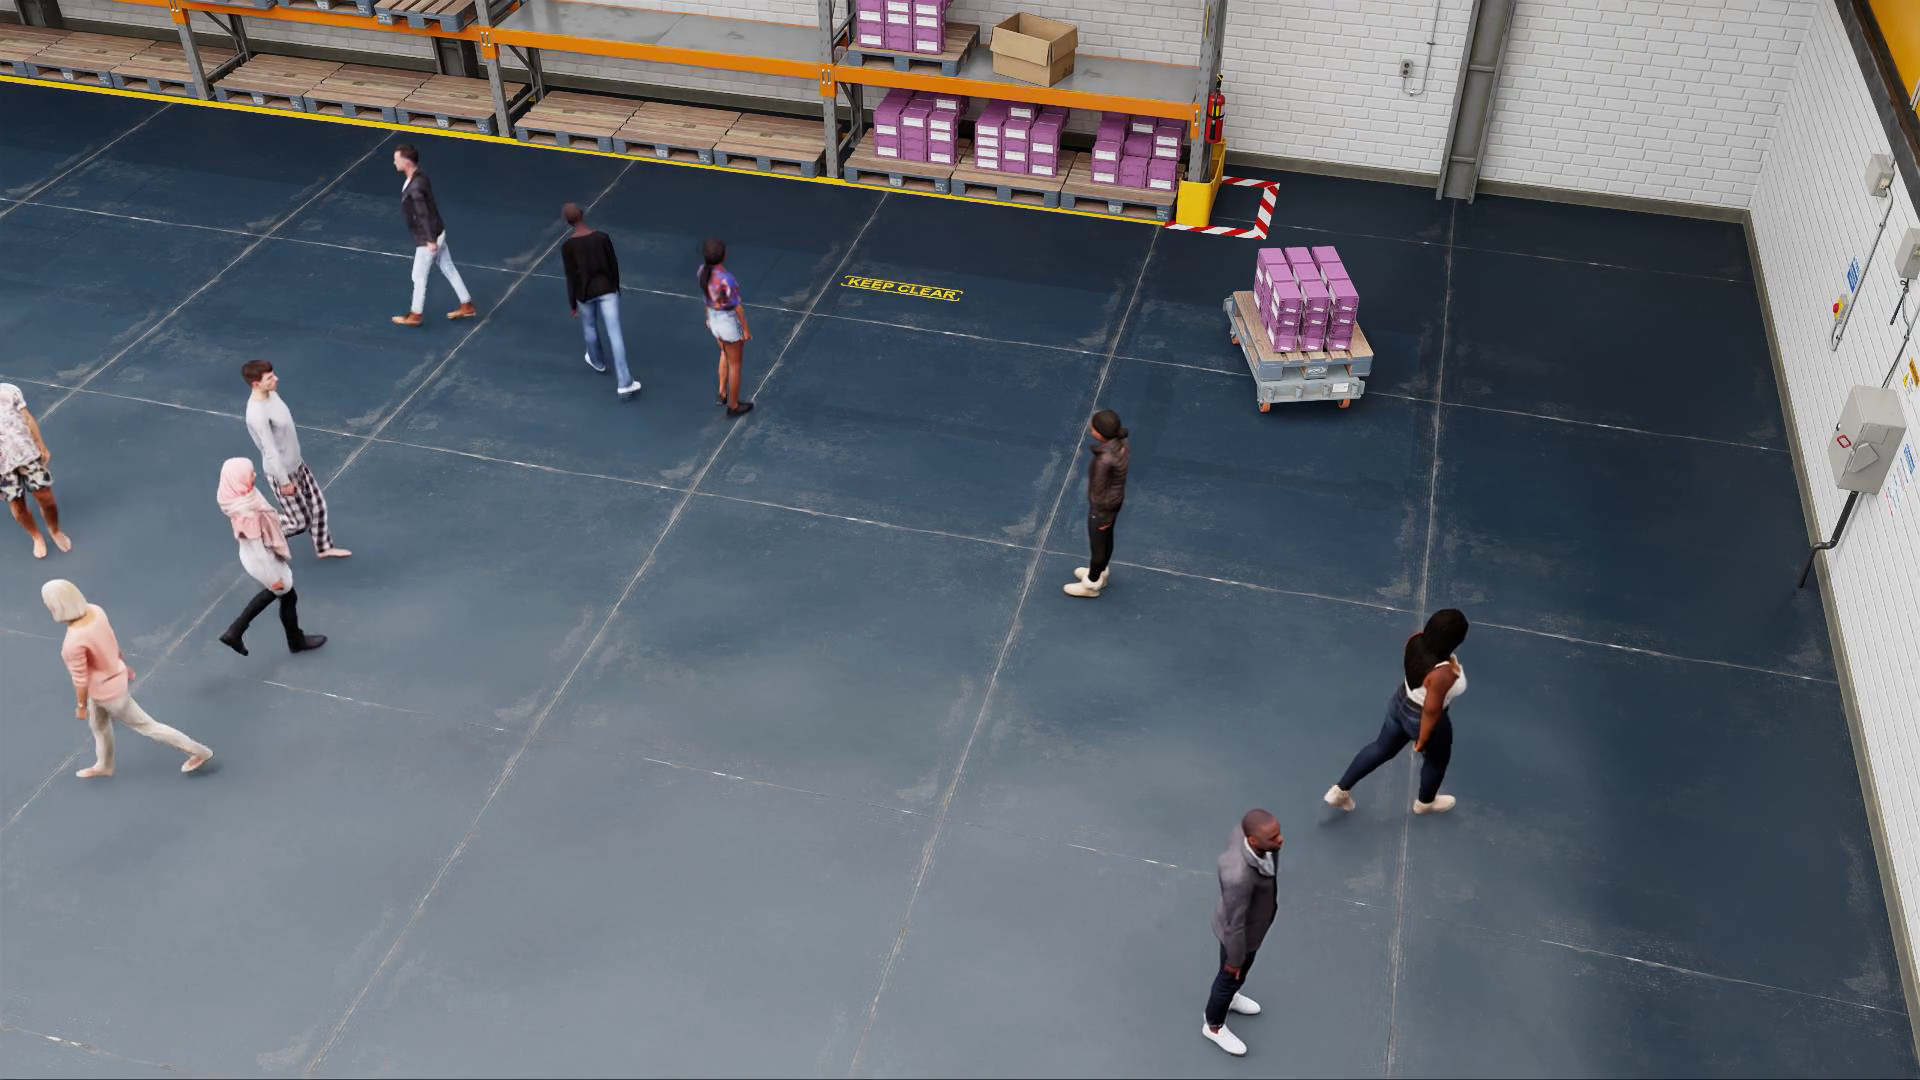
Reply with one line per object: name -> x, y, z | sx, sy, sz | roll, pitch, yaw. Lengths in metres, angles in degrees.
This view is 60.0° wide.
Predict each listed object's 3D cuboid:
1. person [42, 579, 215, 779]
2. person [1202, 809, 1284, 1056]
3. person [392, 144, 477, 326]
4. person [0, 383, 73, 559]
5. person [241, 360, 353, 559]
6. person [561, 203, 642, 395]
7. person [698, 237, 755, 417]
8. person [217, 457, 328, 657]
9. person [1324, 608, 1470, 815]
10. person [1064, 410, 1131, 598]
person -> -5.482, 0.953, 10.890 | 1.235, 1.681, 0.943 | -6, 39, -8
person -> 1.566, 2.138, 9.297 | 0.622, 1.818, 0.749 | 16, 41, 19
person -> -4.866, -2.834, 15.529 | 1.104, 1.809, 0.913 | -5, 39, -6
person -> -7.348, -0.679, 12.838 | 0.812, 1.800, 0.865 | -22, 43, -25
person -> -5.215, -0.544, 12.646 | 1.037, 1.830, 0.824 | -3, 39, -4
person -> -3.177, -2.107, 14.716 | 1.119, 1.688, 1.064 | -7, 39, -8
person -> -2.083, -1.806, 14.303 | 0.649, 1.733, 0.753 | 32, 48, 33
person -> -5.009, 0.193, 11.758 | 1.024, 1.787, 0.982 | -25, 45, -28
person -> 2.814, 1.142, 10.578 | 1.223, 1.776, 0.991 | -9, 39, -11
person -> 1.096, -0.263, 12.429 | 0.591, 1.661, 0.654 | 10, 40, 12
